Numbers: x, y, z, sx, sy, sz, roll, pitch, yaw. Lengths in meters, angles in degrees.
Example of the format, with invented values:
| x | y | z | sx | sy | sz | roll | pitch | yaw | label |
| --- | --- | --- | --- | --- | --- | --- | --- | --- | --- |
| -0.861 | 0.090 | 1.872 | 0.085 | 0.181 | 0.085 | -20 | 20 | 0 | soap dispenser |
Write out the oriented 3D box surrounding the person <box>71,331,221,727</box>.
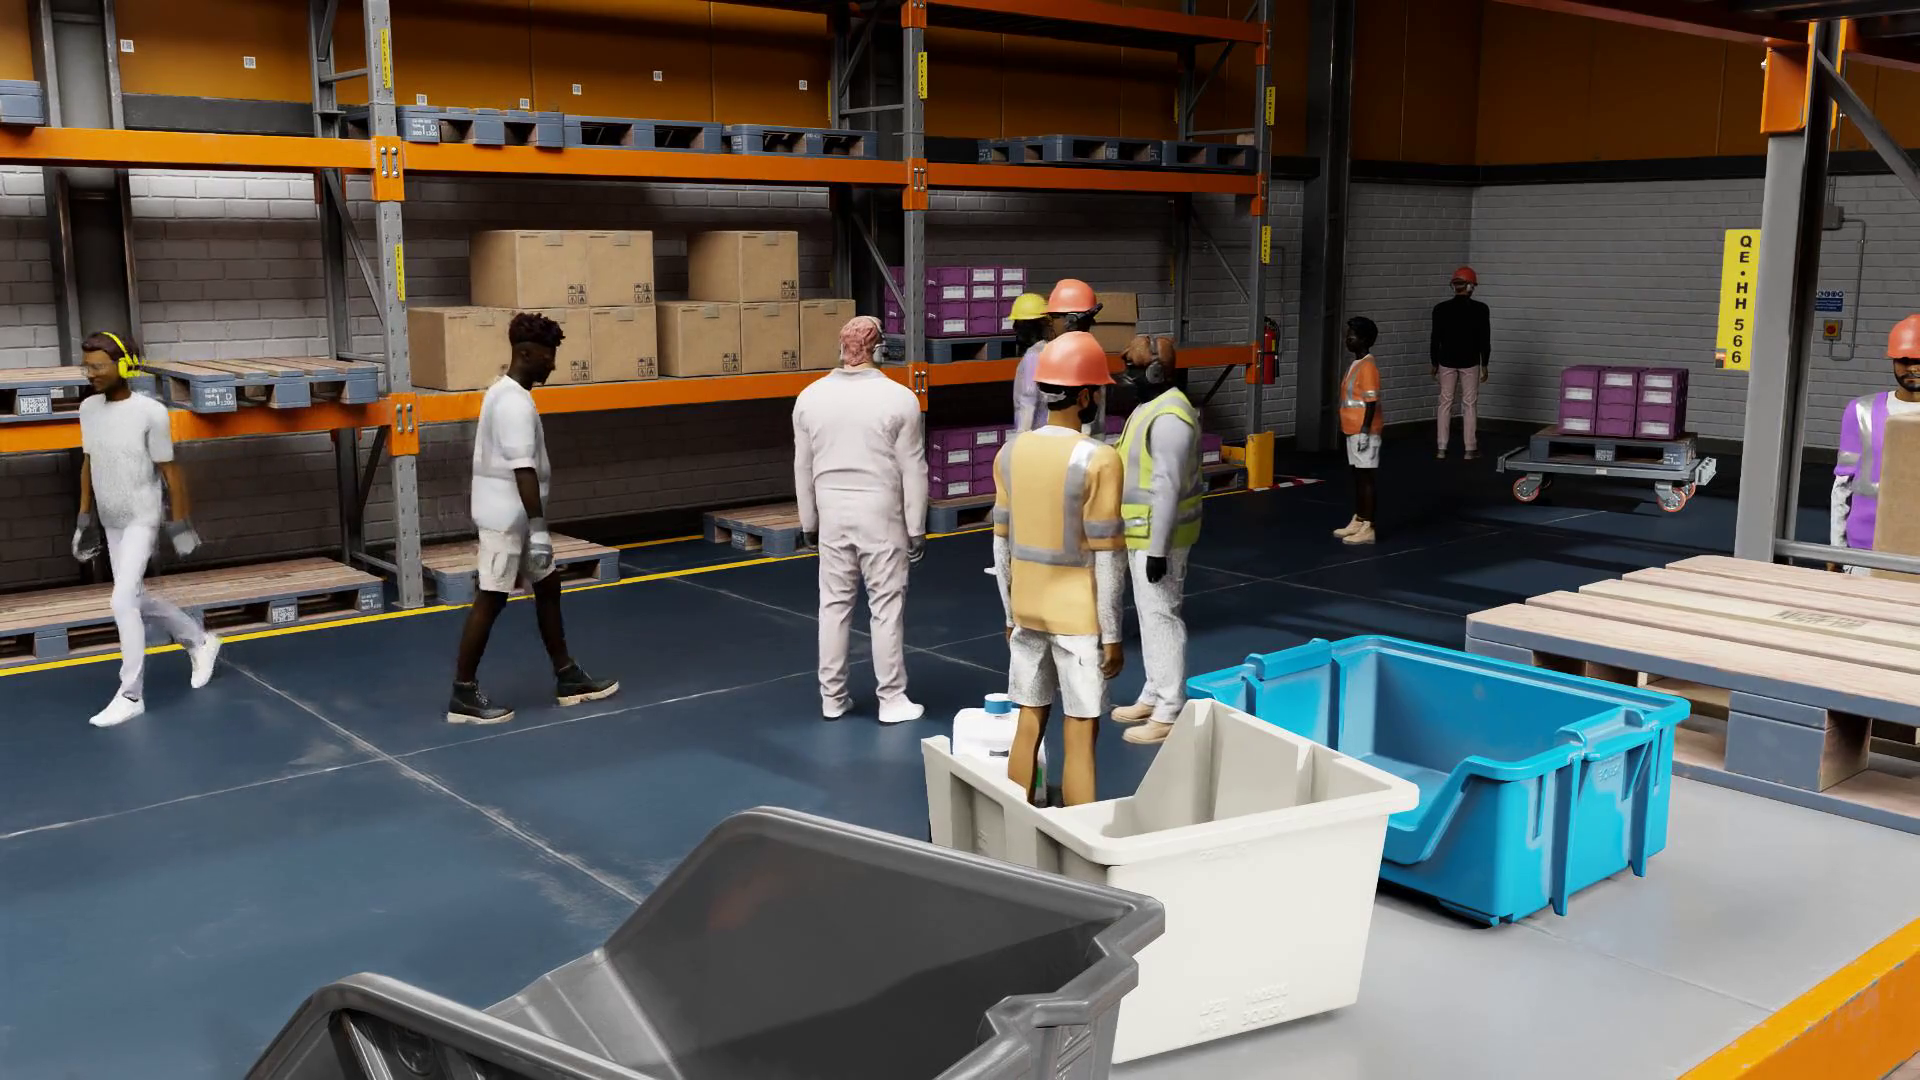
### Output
| x | y | z | sx | sy | sz | roll | pitch | yaw | label |
| --- | --- | --- | --- | --- | --- | --- | --- | --- | --- |
| -3.916 | -0.093 | 7.993 | 0.506 | 1.835 | 0.832 | 4 | 11 | 23 | person |

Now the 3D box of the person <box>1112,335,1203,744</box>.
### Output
| x | y | z | sx | sy | sz | roll | pitch | yaw | label |
| --- | --- | --- | --- | --- | --- | --- | --- | --- | --- |
| 0.869 | -0.006 | 7.530 | 0.430 | 1.835 | 0.621 | 0 | 10 | -3 | person |

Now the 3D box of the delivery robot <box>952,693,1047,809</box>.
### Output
| x | y | z | sx | sy | sz | roll | pitch | yaw | label |
| --- | --- | --- | --- | --- | --- | --- | --- | --- | --- |
| 0.141 | 0.817 | 6.213 | 0.477 | 0.478 | 0.707 | 0 | 10 | 0 | delivery robot |

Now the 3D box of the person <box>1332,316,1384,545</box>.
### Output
| x | y | z | sx | sy | sz | roll | pitch | yaw | label |
| --- | --- | --- | --- | --- | --- | --- | --- | --- | --- |
| 2.988 | -0.813 | 12.408 | 0.321 | 1.696 | 0.537 | 1 | 10 | 3 | person |

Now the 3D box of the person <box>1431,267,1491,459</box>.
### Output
| x | y | z | sx | sy | sz | roll | pitch | yaw | label |
| --- | --- | --- | --- | --- | --- | --- | --- | --- | --- |
| 5.206 | -1.832 | 17.304 | 0.608 | 1.986 | 0.391 | 6 | 12 | 29 | person |

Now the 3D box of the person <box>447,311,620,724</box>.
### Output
| x | y | z | sx | sy | sz | roll | pitch | yaw | label |
| --- | --- | --- | --- | --- | --- | --- | --- | --- | --- |
| -2.026 | -0.109 | 7.843 | 0.927 | 1.905 | 0.742 | -3 | 11 | -18 | person |

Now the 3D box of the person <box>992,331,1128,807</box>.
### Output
| x | y | z | sx | sy | sz | roll | pitch | yaw | label |
| --- | --- | --- | --- | --- | --- | --- | --- | --- | --- |
| 0.364 | 0.254 | 5.756 | 0.547 | 1.938 | 0.377 | 10 | 14 | 44 | person |

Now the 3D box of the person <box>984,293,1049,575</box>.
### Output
| x | y | z | sx | sy | sz | roll | pitch | yaw | label |
| --- | --- | --- | --- | --- | --- | --- | --- | --- | --- |
| 0.524 | -0.692 | 11.131 | 0.622 | 1.916 | 0.623 | 2 | 10 | 10 | person |

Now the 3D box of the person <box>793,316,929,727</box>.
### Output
| x | y | z | sx | sy | sz | roll | pitch | yaw | label |
| --- | --- | --- | --- | --- | --- | --- | --- | --- | --- |
| -0.439 | -0.087 | 7.757 | 0.651 | 1.904 | 0.403 | 4 | 11 | 21 | person |

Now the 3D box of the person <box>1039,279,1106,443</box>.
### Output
| x | y | z | sx | sy | sz | roll | pitch | yaw | label |
| --- | --- | --- | --- | --- | --- | --- | --- | --- | --- |
| 0.604 | -0.381 | 9.017 | 0.374 | 2.043 | 0.611 | 1 | 10 | 7 | person |

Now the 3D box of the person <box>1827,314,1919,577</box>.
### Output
| x | y | z | sx | sy | sz | roll | pitch | yaw | label |
| --- | --- | --- | --- | --- | --- | --- | --- | --- | --- |
| 4.019 | 0.009 | 7.126 | 0.542 | 1.939 | 0.361 | 6 | 12 | 32 | person |
